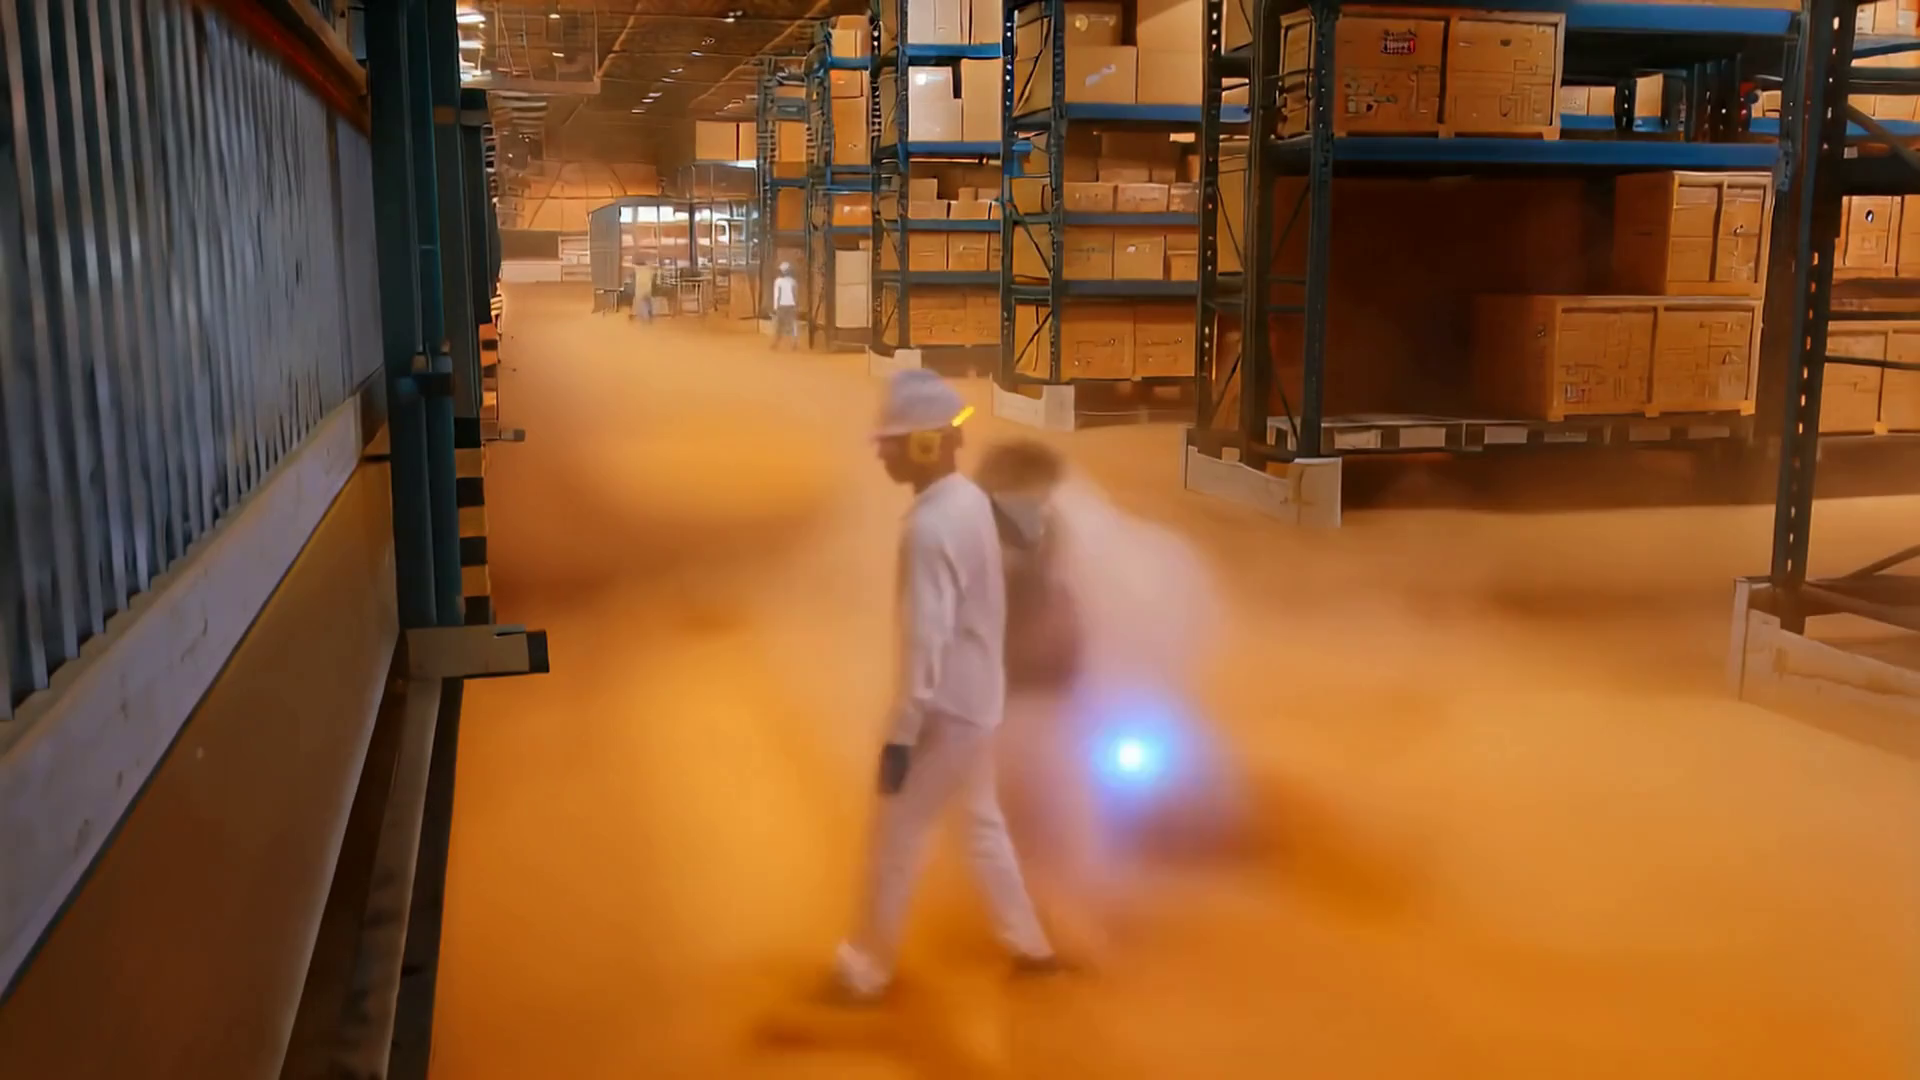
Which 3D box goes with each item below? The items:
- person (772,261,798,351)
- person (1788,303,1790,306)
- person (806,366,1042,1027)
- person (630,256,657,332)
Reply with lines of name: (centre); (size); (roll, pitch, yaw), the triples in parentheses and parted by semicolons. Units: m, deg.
person: (-3.425, -4.564, 32.461); (0.533, 1.738, 0.790); (-3, 11, -19)
person: (9.373, -2.098, 18.514); (0.598, 1.723, 0.490); (-2, 10, -13)
person: (-0.088, 0.412, 4.317); (0.511, 1.739, 0.579); (2, 10, 9)
person: (-7.460, -5.788, 39.191); (0.642, 1.817, 0.762); (-9, 13, -40)
